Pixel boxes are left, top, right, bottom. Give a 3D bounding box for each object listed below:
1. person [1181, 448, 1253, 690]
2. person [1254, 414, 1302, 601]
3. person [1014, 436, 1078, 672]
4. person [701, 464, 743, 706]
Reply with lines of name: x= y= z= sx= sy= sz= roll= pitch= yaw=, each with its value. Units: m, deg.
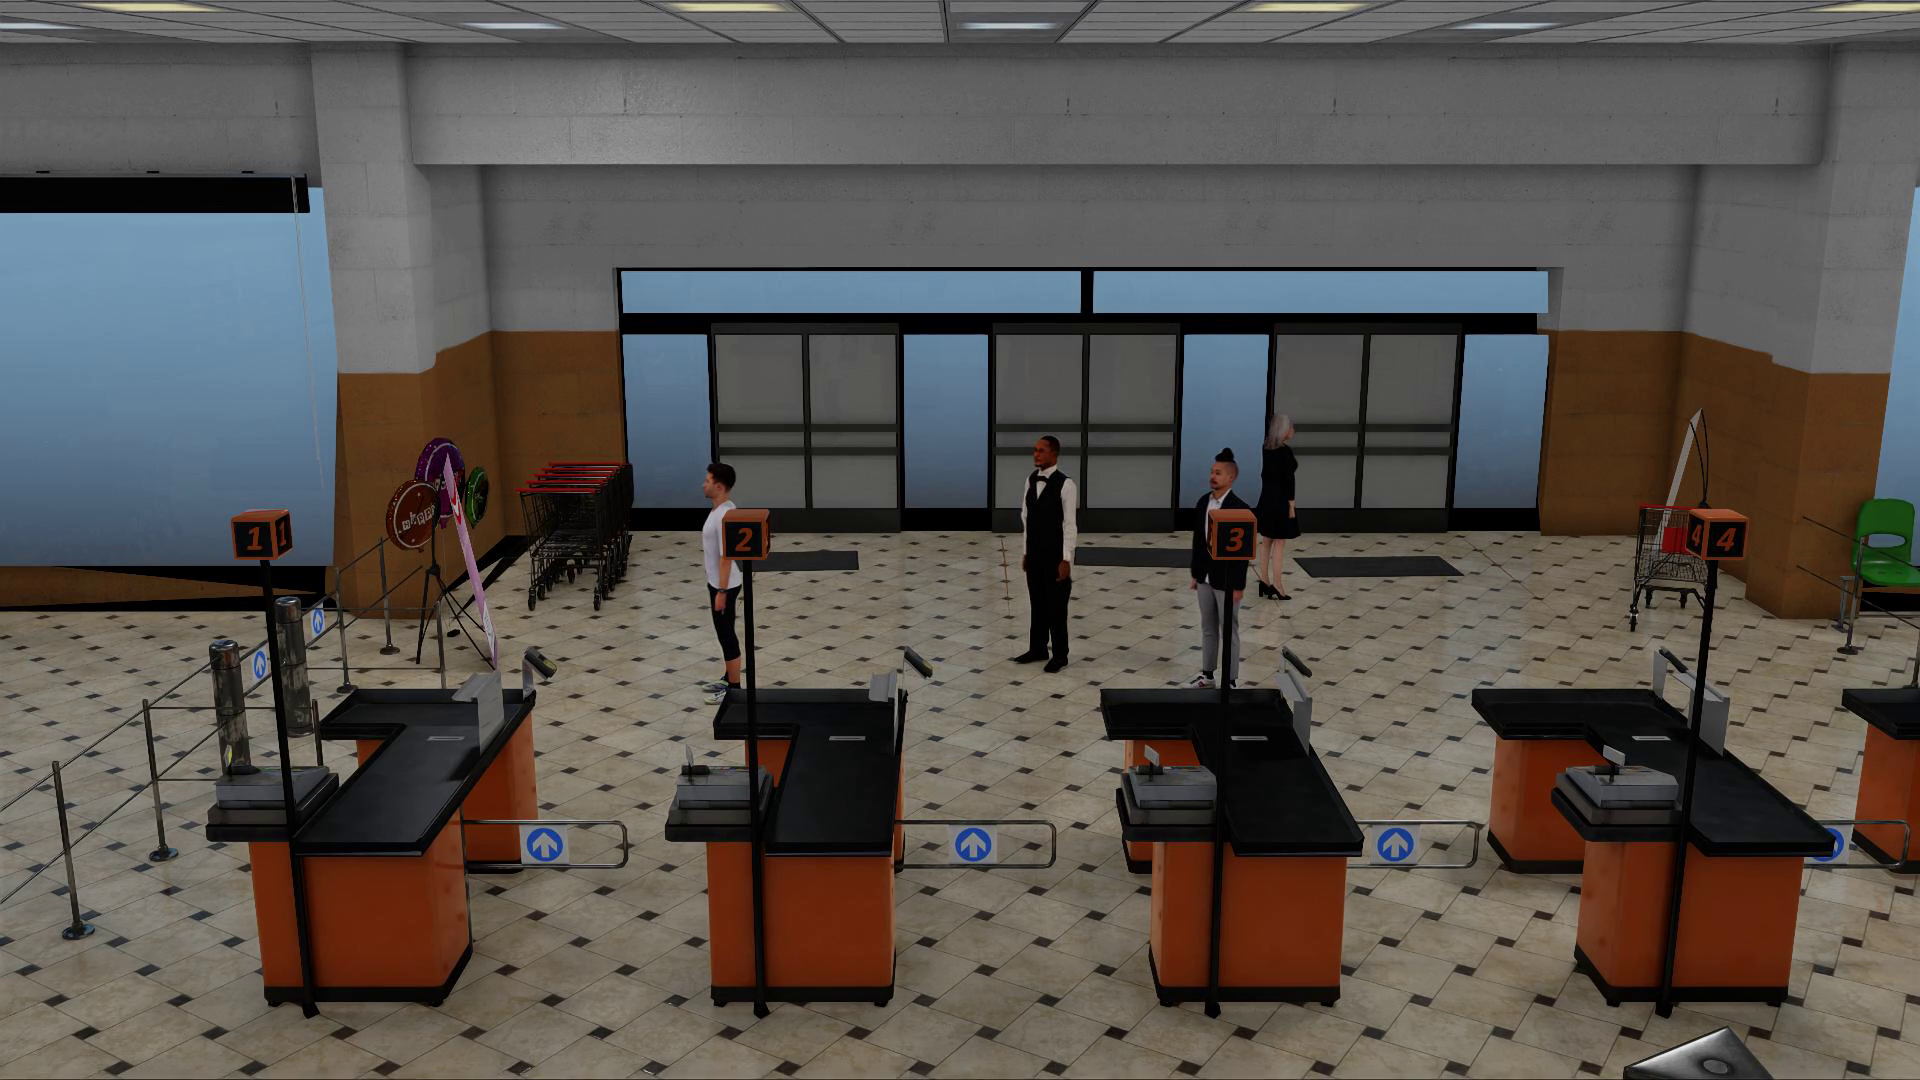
person: x=2.011 y=0.252 z=12.771 sx=0.856 sy=1.948 sz=0.754 roll=-10 pitch=17 yaw=-34
person: x=2.973 y=-0.318 z=15.547 sx=0.746 sy=1.746 sz=0.639 roll=-6 pitch=15 yaw=-25
person: x=0.721 y=0.095 z=13.482 sx=0.829 sy=1.918 sz=0.762 roll=-13 pitch=19 yaw=-42
person: x=-1.798 y=0.321 z=12.694 sx=0.761 sy=1.851 sz=0.556 roll=-2 pitch=14 yaw=-8
